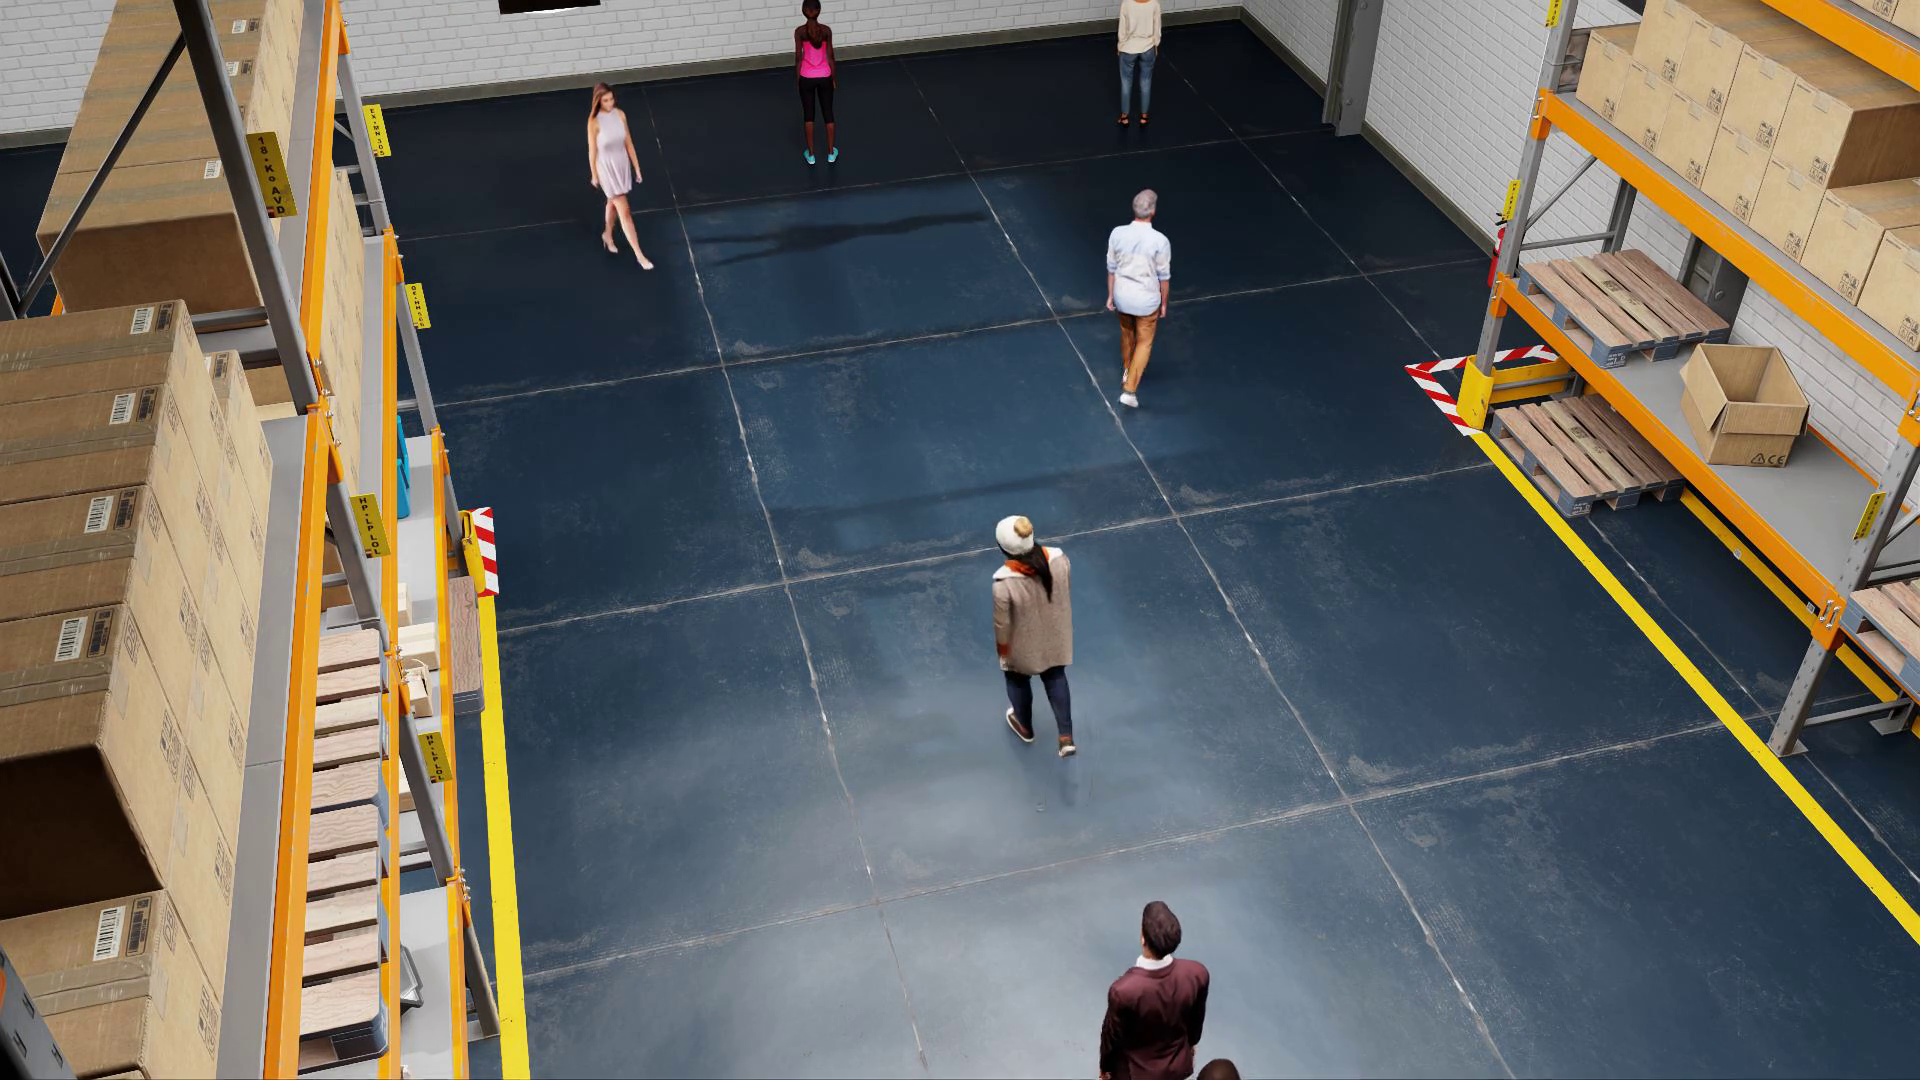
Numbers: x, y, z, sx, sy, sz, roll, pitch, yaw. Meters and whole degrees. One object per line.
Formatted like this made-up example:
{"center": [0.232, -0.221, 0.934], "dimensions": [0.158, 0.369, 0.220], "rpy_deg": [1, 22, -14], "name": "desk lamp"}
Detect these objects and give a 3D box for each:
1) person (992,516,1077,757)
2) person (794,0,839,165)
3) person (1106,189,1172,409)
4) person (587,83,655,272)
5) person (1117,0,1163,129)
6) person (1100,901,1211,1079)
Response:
{"center": [0.481, 0.627, 10.101], "dimensions": [0.789, 1.868, 0.972], "rpy_deg": [-12, 40, -15], "name": "person"}
{"center": [-1.459, -4.654, 16.828], "dimensions": [0.589, 1.724, 0.574], "rpy_deg": [-5, 39, -6], "name": "person"}
{"center": [1.407, -1.918, 13.327], "dimensions": [1.066, 1.819, 1.137], "rpy_deg": [19, 42, 22], "name": "person"}
{"center": [-3.211, -3.359, 15.208], "dimensions": [0.897, 1.723, 1.162], "rpy_deg": [-29, 47, -31], "name": "person"}
{"center": [1.872, -5.157, 17.492], "dimensions": [0.670, 1.682, 0.632], "rpy_deg": [1, 39, 1], "name": "person"}
{"center": [0.907, 2.446, 7.835], "dimensions": [0.699, 1.853, 0.635], "rpy_deg": [-16, 41, -20], "name": "person"}
